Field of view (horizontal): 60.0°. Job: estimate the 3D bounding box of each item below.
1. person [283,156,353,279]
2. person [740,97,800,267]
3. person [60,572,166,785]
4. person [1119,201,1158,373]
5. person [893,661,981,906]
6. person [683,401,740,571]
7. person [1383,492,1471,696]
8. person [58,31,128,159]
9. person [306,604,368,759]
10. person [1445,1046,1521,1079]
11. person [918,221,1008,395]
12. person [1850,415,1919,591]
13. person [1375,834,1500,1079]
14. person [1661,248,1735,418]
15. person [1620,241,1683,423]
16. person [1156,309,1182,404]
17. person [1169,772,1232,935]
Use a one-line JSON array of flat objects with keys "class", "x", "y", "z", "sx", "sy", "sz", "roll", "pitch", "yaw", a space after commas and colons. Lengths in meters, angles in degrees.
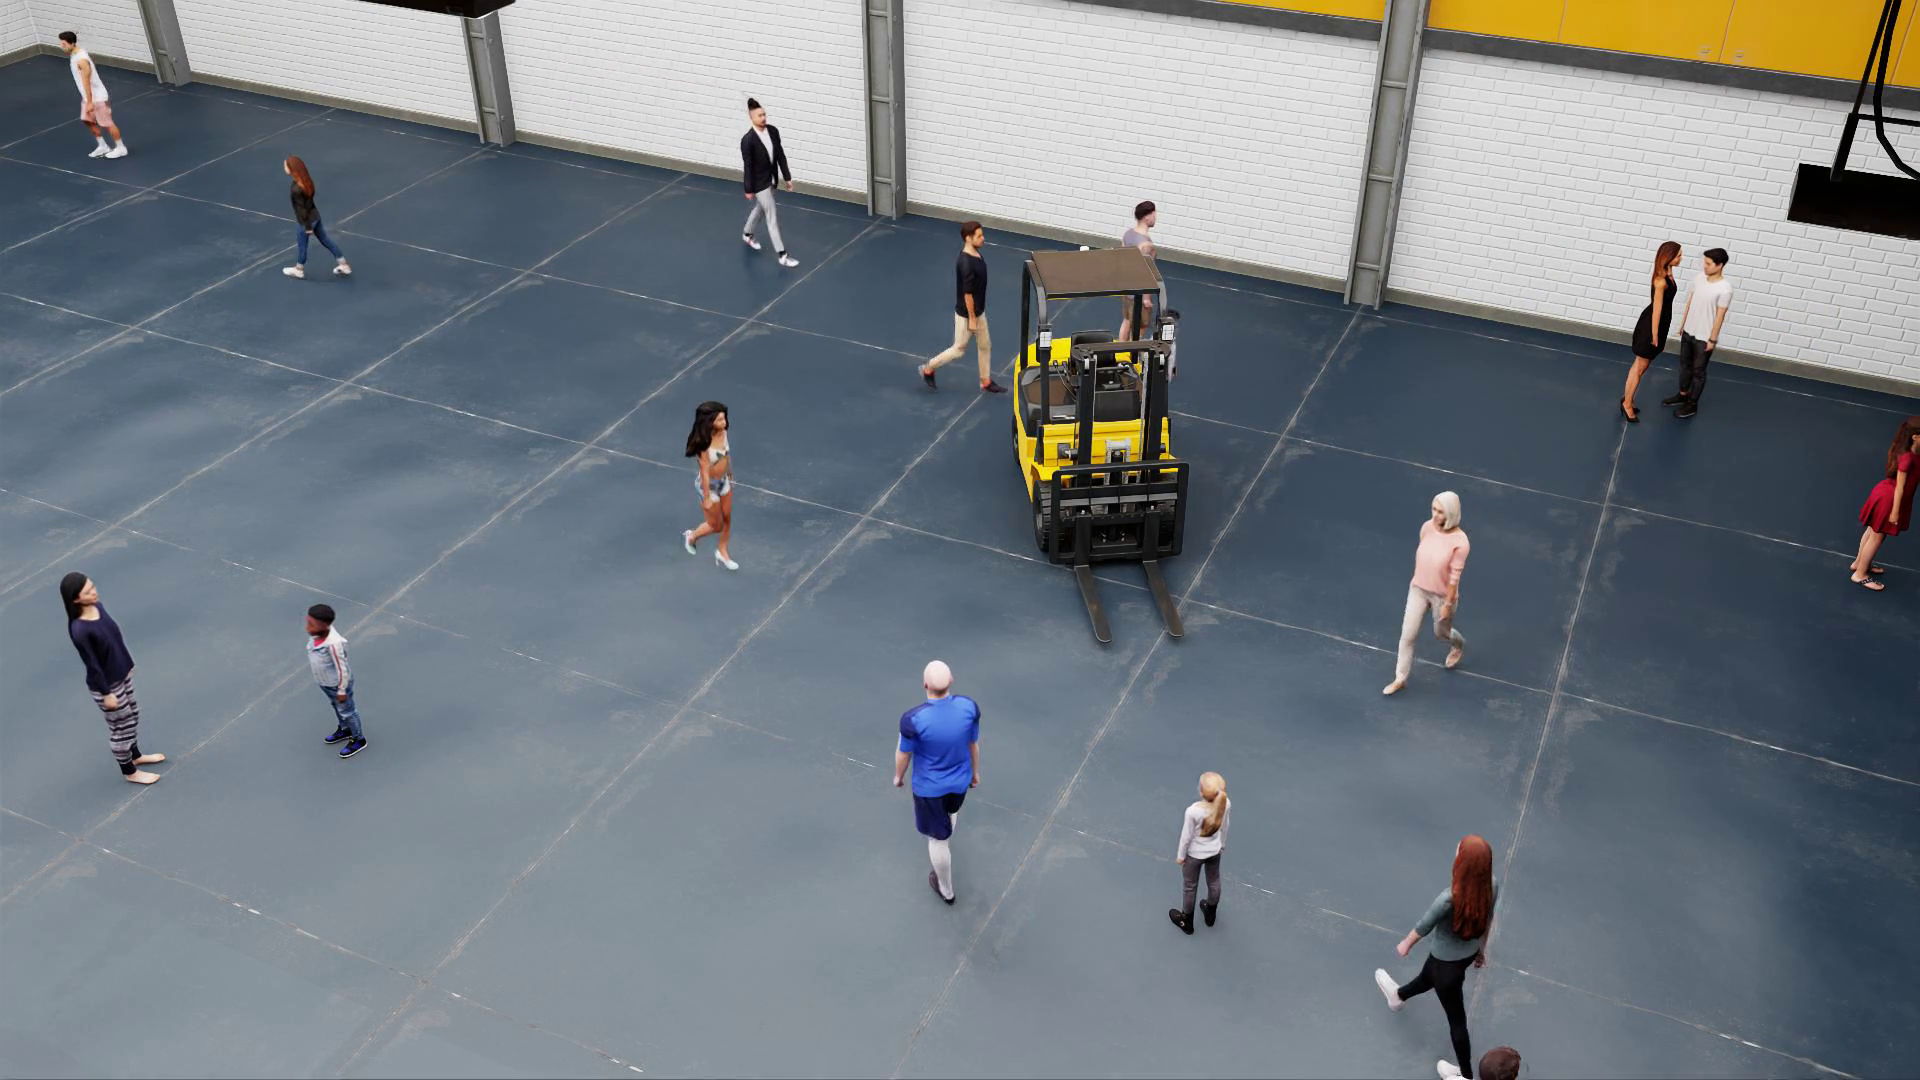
[{"class": "person", "x": -7.266, "y": -3.613, "z": 18.749, "sx": 1.065, "sy": 1.445, "sz": 0.811, "roll": 2, "pitch": 34, "yaw": 3}, {"class": "person", "x": -2.313, "y": -4.157, "z": 19.152, "sx": 1.295, "sy": 1.905, "sz": 0.871, "roll": 23, "pitch": 40, "yaw": 30}, {"class": "person", "x": -5.958, "y": 0.953, "z": 11.619, "sx": 0.706, "sy": 1.735, "sz": 0.681, "roll": -6, "pitch": 34, "yaw": -9}, {"class": "person", "x": 1.770, "y": -2.523, "z": 16.694, "sx": 0.797, "sy": 1.837, "sz": 0.711, "roll": -14, "pitch": 36, "yaw": -20}, {"class": "person", "x": -0.091, "y": 1.591, "z": 10.581, "sx": 0.973, "sy": 1.820, "sz": 1.048, "roll": -15, "pitch": 36, "yaw": -21}, {"class": "person", "x": -2.104, "y": -0.431, "z": 13.814, "sx": 0.700, "sy": 1.609, "sz": 0.559, "roll": 15, "pitch": 36, "yaw": 21}, {"class": "person", "x": 3.628, "y": 0.375, "z": 12.516, "sx": 0.928, "sy": 1.702, "sz": 1.071, "roll": -25, "pitch": 41, "yaw": -33}, {"class": "person", "x": -11.320, "y": -5.848, "z": 21.839, "sx": 0.846, "sy": 1.746, "sz": 0.767, "roll": -20, "pitch": 39, "yaw": -27}, {"class": "person", "x": -4.513, "y": 0.983, "z": 12.000, "sx": 0.608, "sy": 1.261, "sz": 0.519, "roll": -28, "pitch": 42, "yaw": -35}, {"class": "person", "x": 2.501, "y": 3.174, "z": 8.169, "sx": 0.827, "sy": 1.853, "sz": 0.677, "roll": -18, "pitch": 38, "yaw": -25}, {"class": "person", "x": 0.000, "y": -2.245, "z": 16.343, "sx": 1.172, "sy": 1.830, "sz": 0.768, "roll": 9, "pitch": 35, "yaw": 13}, {"class": "person", "x": 7.681, "y": -0.338, "z": 13.724, "sx": 0.594, "sy": 1.554, "sz": 0.531, "roll": 13, "pitch": 36, "yaw": 19}, {"class": "person", "x": 2.834, "y": 2.443, "z": 9.418, "sx": 1.005, "sy": 1.689, "sz": 1.189, "roll": -18, "pitch": 38, "yaw": -25}, {"class": "person", "x": 7.206, "y": -2.034, "z": 16.129, "sx": 0.763, "sy": 1.715, "sz": 0.710, "roll": -10, "pitch": 35, "yaw": -14}, {"class": "person", "x": 6.636, "y": -2.001, "z": 15.972, "sx": 0.509, "sy": 1.835, "sz": 0.571, "roll": 14, "pitch": 36, "yaw": 20}, {"class": "person", "x": 1.885, "y": -1.644, "z": 15.964, "sx": 0.559, "sy": 1.249, "sz": 0.545, "roll": 20, "pitch": 39, "yaw": 27}, {"class": "person", "x": 1.540, "y": 1.964, "z": 10.510, "sx": 0.585, "sy": 1.277, "sz": 0.643, "roll": -12, "pitch": 35, "yaw": -18}]
